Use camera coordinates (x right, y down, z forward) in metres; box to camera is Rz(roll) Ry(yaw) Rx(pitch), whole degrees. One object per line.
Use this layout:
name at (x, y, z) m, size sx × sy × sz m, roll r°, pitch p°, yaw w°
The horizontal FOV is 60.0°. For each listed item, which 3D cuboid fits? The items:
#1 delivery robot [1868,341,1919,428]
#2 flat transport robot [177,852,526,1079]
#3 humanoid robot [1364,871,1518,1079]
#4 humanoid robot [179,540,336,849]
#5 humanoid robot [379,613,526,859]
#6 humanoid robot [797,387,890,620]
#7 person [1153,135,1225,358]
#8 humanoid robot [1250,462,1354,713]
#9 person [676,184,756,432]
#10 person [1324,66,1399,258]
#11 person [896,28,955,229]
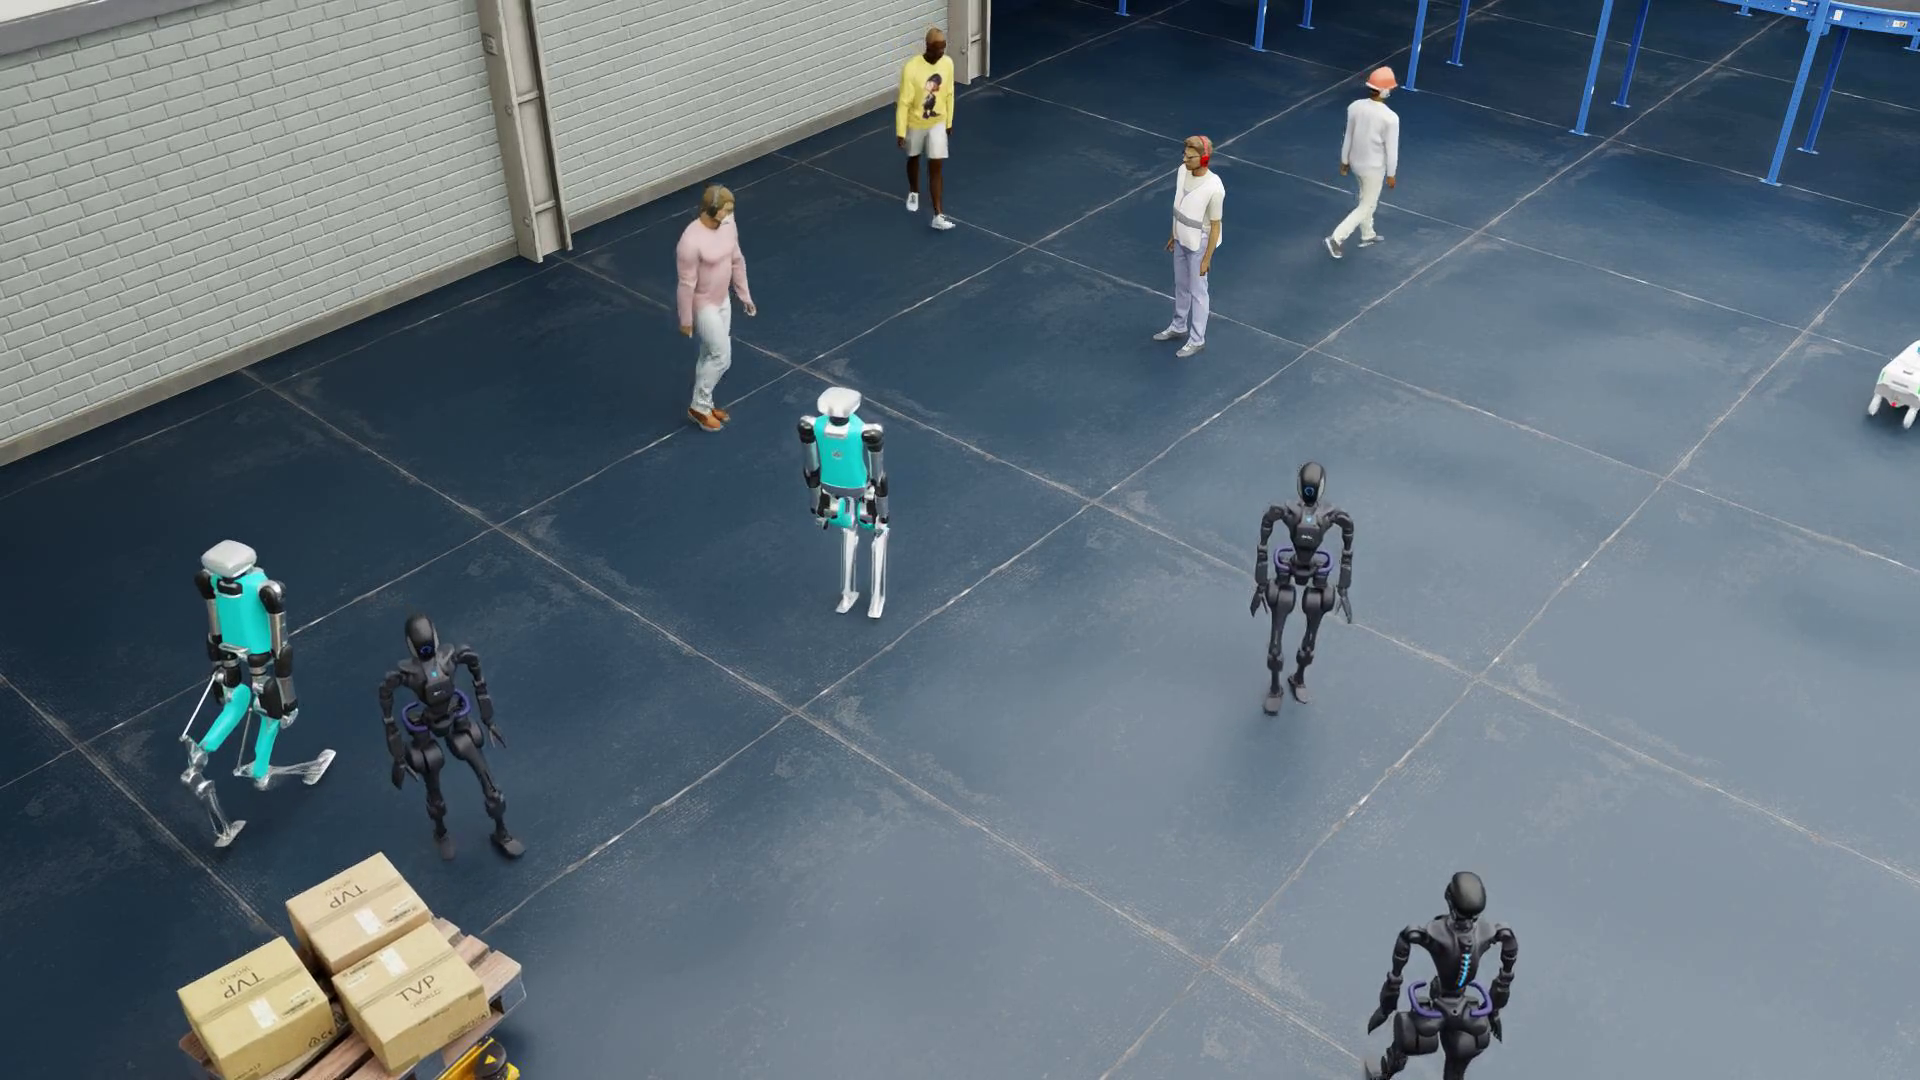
delivery robot at (7.411, -1.263, 12.900) m, size 0.769 × 0.577 × 0.499 m, roll -29°, pitch 45°, yaw -34°
flat transport robot at (-2.874, 2.426, 7.981) m, size 1.431 × 0.231 × 0.659 m, roll 21°, pitch 41°, yaw 27°
humanoid robot at (2.112, 2.045, 7.317) m, size 0.586 × 1.633 × 0.670 m, roll -1°, pitch 35°, yaw -1°
humanoid robot at (-3.892, 0.928, 8.869) m, size 0.549 × 1.721 × 1.080 m, roll 12°, pitch 37°, yaw 16°
humanoid robot at (-2.704, 1.036, 8.728) m, size 0.616 × 1.645 × 0.499 m, roll -23°, pitch 41°, yaw -28°
humanoid robot at (-0.650, -0.291, 10.477) m, size 0.533 × 1.725 × 0.722 m, roll 8°, pitch 36°, yaw 11°
person at (1.877, -2.367, 13.352) m, size 0.390 × 1.845 × 0.563 m, roll -16°, pitch 39°, yaw -22°
humanoid robot at (2.019, 0.306, 9.747) m, size 0.602 × 1.652 × 0.468 m, roll 6°, pitch 36°, yaw 9°
person at (-1.837, -1.747, 12.443) m, size 0.527 × 1.892 × 0.668 m, roll 13°, pitch 38°, yaw 18°
person at (3.626, -3.362, 14.852) m, size 0.768 × 1.728 × 0.563 m, roll -18°, pitch 39°, yaw -23°
person at (-0.323, -3.817, 15.389) m, size 0.616 × 1.838 × 1.006 m, roll -9°, pitch 36°, yaw -12°
